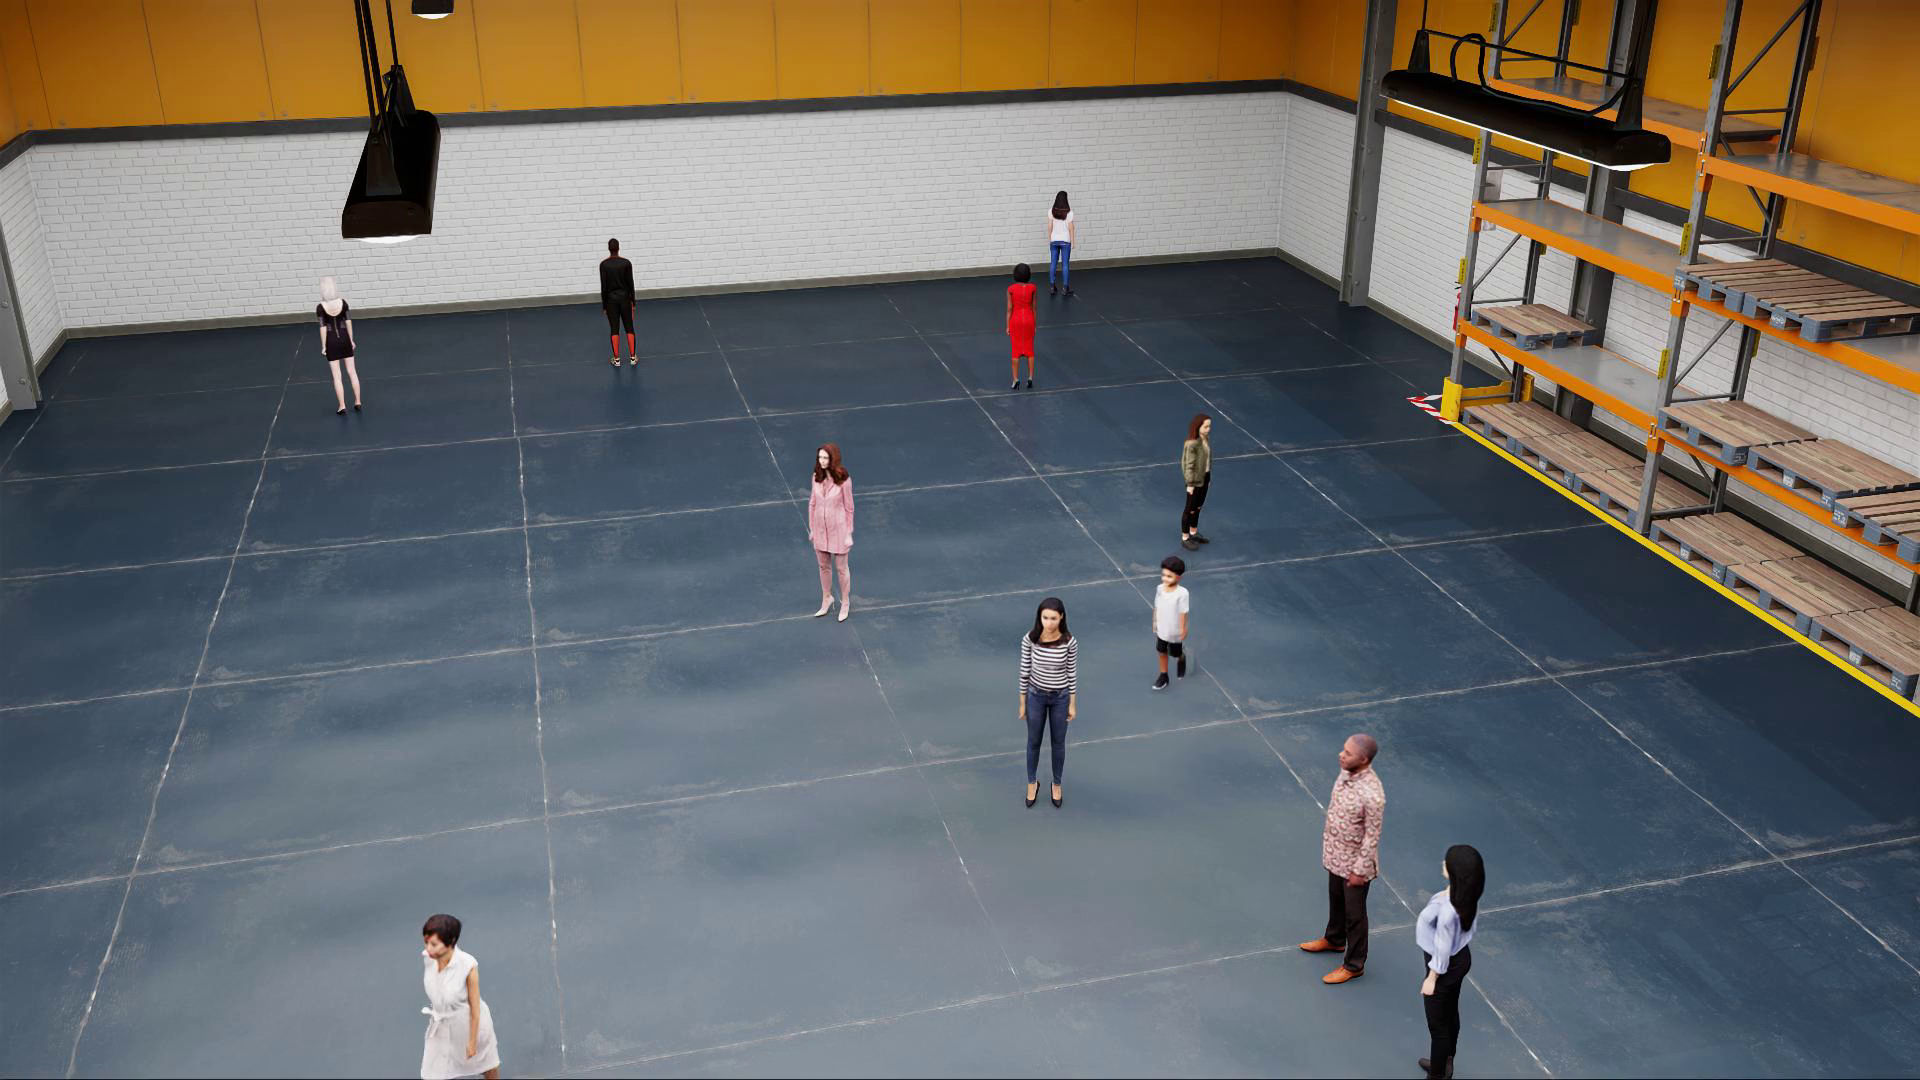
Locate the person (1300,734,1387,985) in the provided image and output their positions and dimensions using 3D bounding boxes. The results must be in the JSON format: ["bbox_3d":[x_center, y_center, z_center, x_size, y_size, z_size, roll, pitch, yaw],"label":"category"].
[{"bbox_3d":[2.601,2.075,11.031,0.744,1.808,0.527,-5,24,-11],"label":"person"}]

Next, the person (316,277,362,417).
[{"bbox_3d":[-8.041,-2.518,21.512,0.651,1.829,0.637,-19,30,-36],"label":"person"}]

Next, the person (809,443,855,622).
[{"bbox_3d":[-1.223,-0.088,15.987,0.692,1.802,0.730,11,26,23],"label":"person"}]

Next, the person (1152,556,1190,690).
[{"bbox_3d":[1.906,0.717,14.831,0.698,1.253,0.751,14,27,30],"label":"person"}]

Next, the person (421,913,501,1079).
[{"bbox_3d":[-2.873,2.796,9.731,0.823,1.529,0.952,7,25,16],"label":"person"}]

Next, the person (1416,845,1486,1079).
[{"bbox_3d":[2.919,2.576,9.965,0.772,1.744,0.726,15,28,30],"label":"person"}]

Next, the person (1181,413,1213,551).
[{"bbox_3d":[2.512,-0.641,17.658,0.697,1.477,0.654,16,28,32],"label":"person"}]

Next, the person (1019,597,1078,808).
[{"bbox_3d":[0.685,1.260,12.909,0.635,1.797,0.586,1,24,3],"label":"person"}]

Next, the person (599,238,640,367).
[{"bbox_3d":[-4.825,-3.369,23.486,0.617,1.807,0.517,-7,24,-15],"label":"person"}]

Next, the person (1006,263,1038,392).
[{"bbox_3d":[0.838,-2.883,22.454,0.587,1.743,0.524,-4,24,-8],"label":"person"}]

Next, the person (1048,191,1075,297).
[{"bbox_3d":[1.626,-4.796,26.903,0.681,1.684,0.728,11,26,24],"label":"person"}]
